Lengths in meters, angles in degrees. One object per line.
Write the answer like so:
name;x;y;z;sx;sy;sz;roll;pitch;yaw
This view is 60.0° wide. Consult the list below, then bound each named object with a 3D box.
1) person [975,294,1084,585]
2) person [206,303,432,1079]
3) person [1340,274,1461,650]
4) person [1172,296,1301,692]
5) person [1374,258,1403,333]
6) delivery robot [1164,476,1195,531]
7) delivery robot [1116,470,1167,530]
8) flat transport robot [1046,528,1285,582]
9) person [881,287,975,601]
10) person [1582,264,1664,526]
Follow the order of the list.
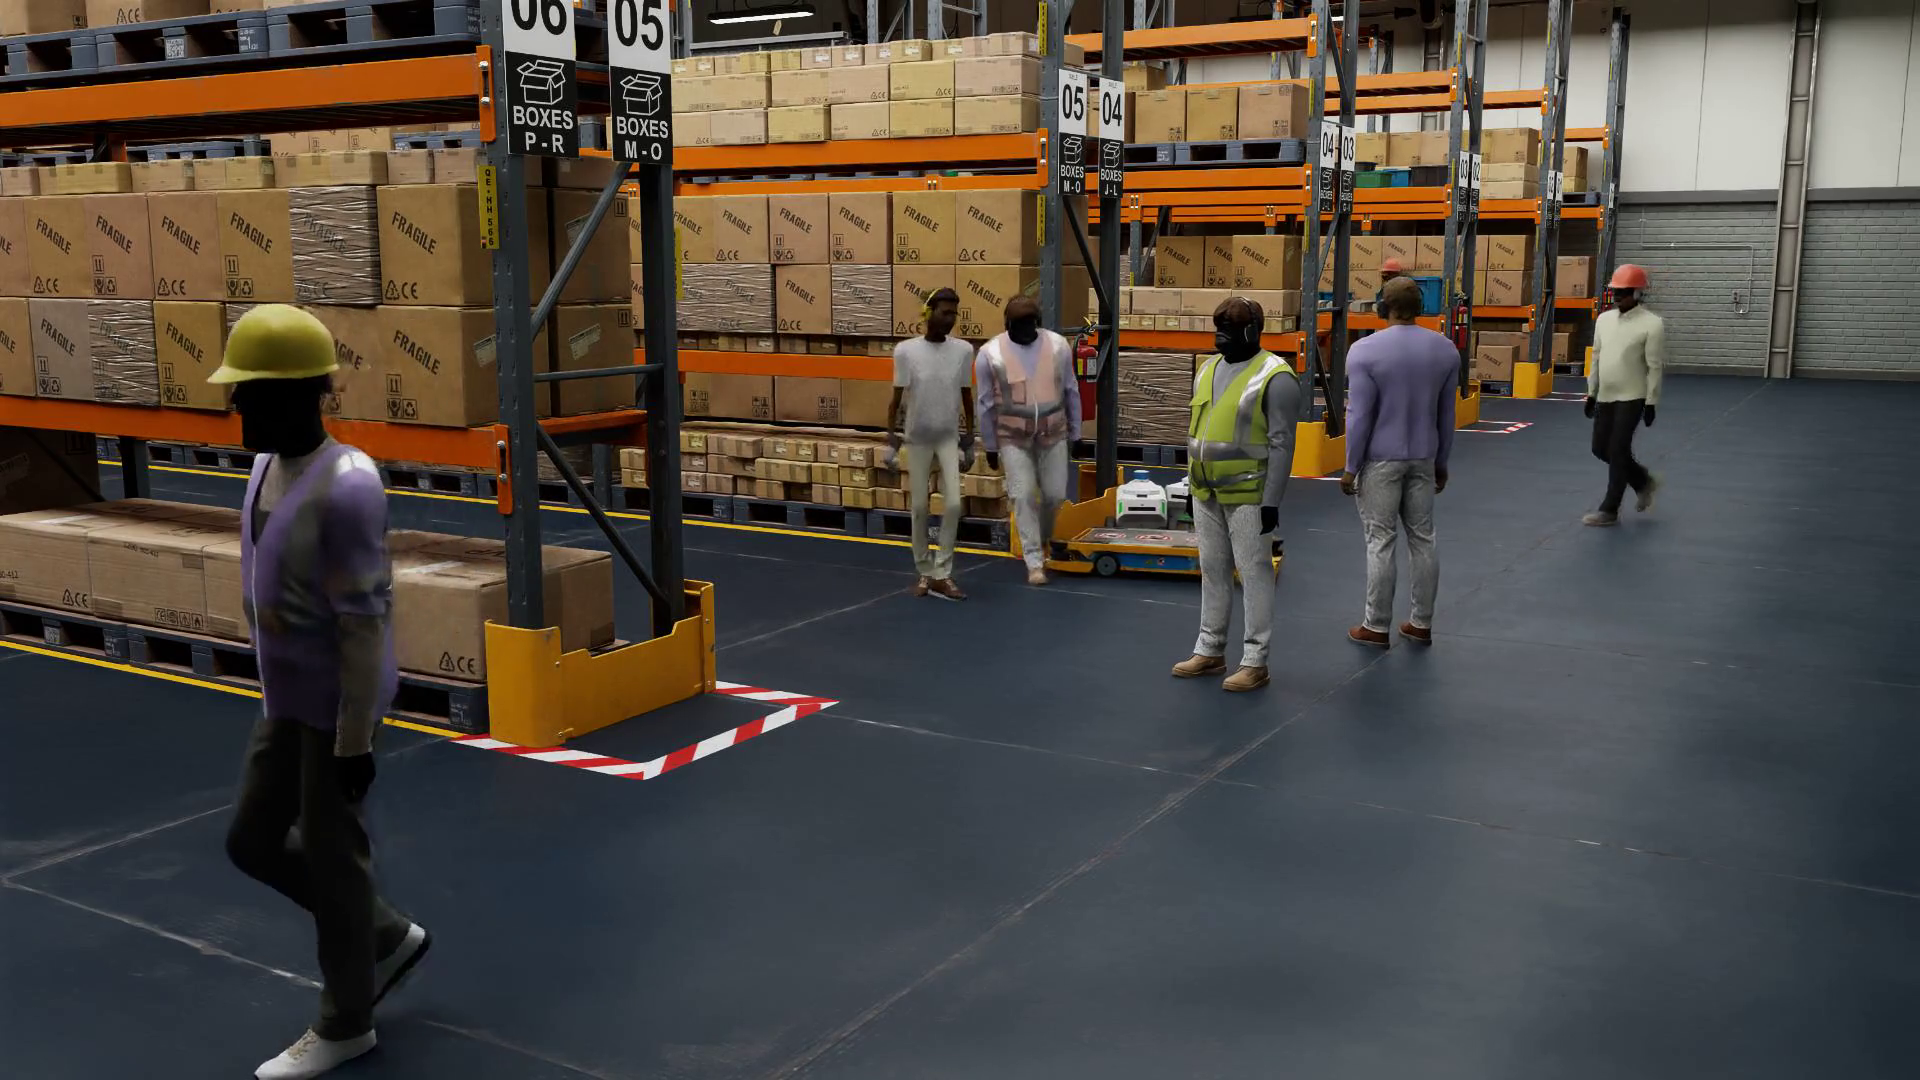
person;0.423;-0.631;10.390;0.687;1.806;0.599;-1;10;-8
person;-1.590;0.384;4.087;0.421;1.916;0.606;-9;13;-42
person;2.261;-0.397;8.614;0.629;1.936;0.371;-3;10;-15
person;1.288;-0.218;7.847;0.429;1.844;0.627;-7;12;-36
person;5.990;-2.898;23.118;1.069;1.997;0.606;1;10;4
delivery robot;1.751;-0.319;11.922;0.477;0.478;0.707;6;12;33
delivery robot;1.245;-0.237;11.438;0.477;0.478;0.707;1;10;5
flat transport robot;1.326;0.082;10.679;1.431;0.197;0.652;3;10;18
person;-0.189;-0.561;9.855;0.601;1.847;0.526;-2;10;-10
person;5.065;-1.097;12.599;0.721;1.979;0.625;-4;11;-23
